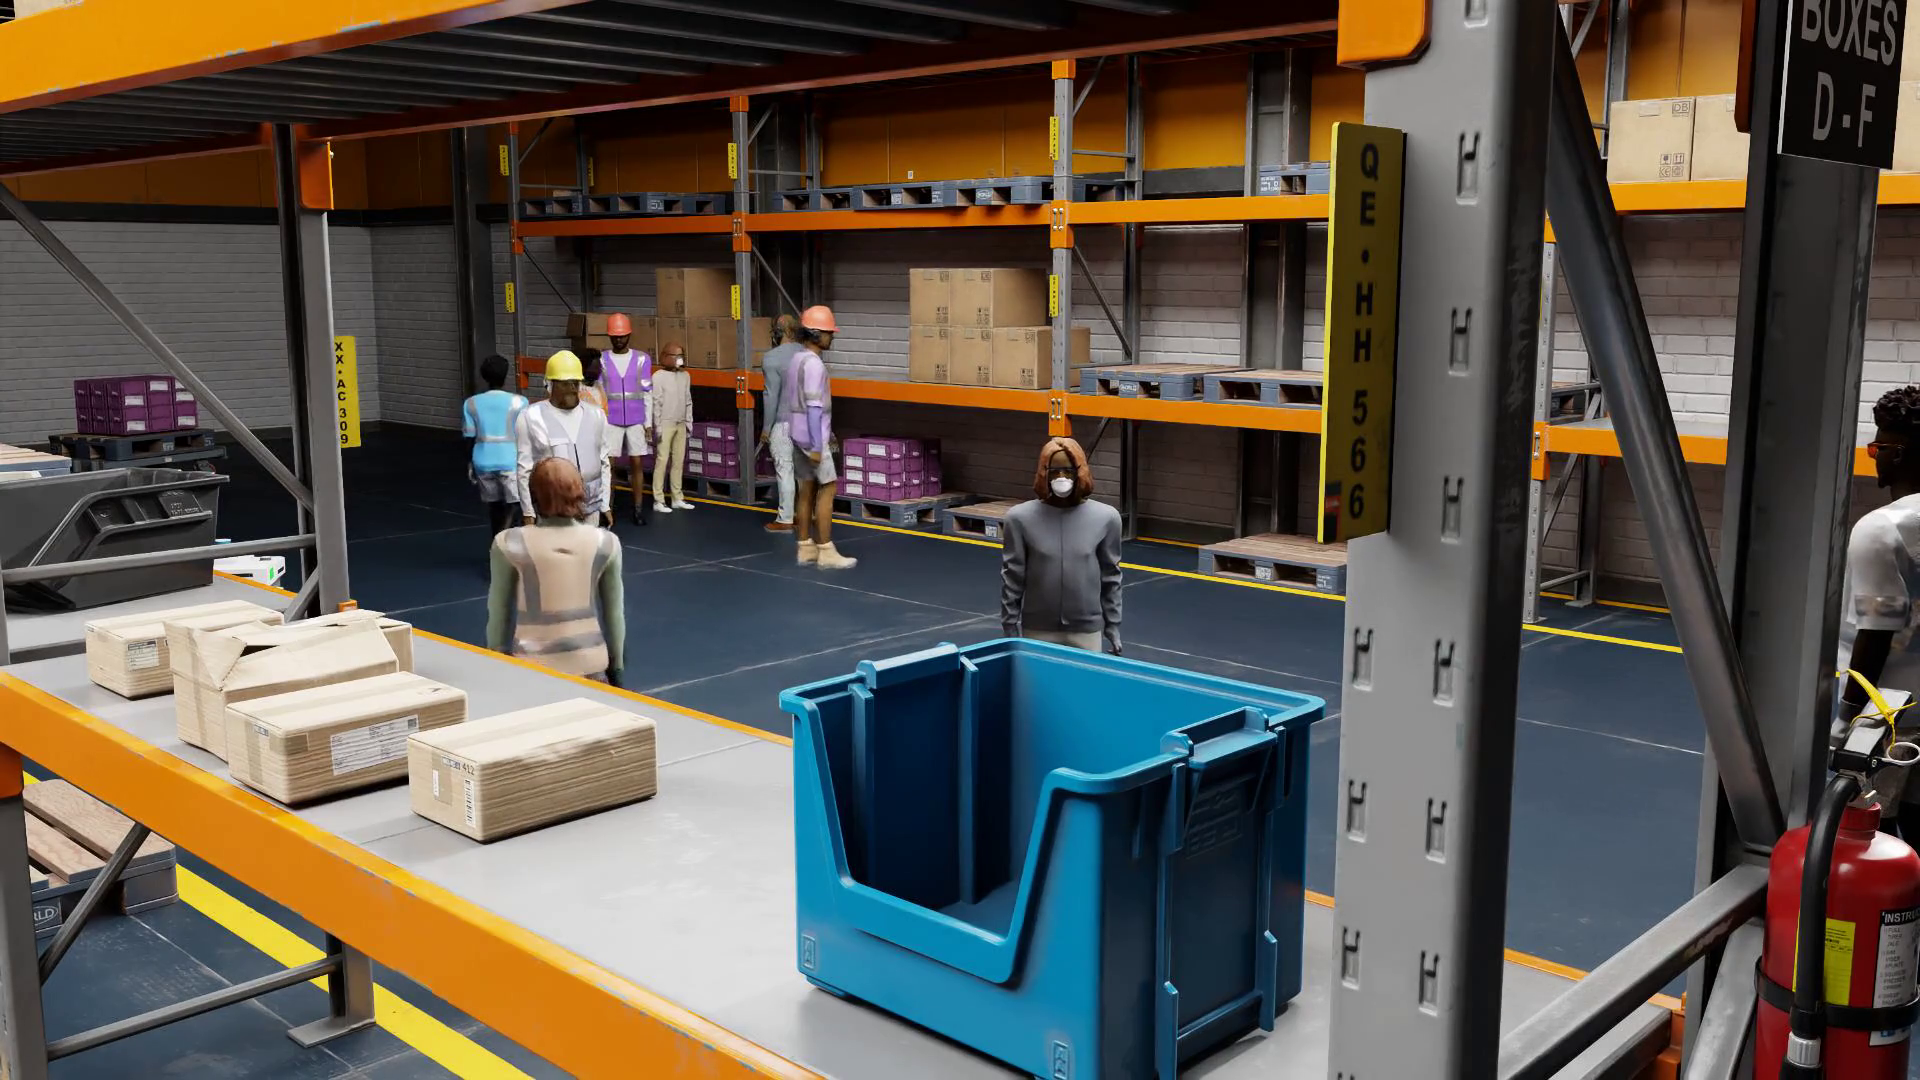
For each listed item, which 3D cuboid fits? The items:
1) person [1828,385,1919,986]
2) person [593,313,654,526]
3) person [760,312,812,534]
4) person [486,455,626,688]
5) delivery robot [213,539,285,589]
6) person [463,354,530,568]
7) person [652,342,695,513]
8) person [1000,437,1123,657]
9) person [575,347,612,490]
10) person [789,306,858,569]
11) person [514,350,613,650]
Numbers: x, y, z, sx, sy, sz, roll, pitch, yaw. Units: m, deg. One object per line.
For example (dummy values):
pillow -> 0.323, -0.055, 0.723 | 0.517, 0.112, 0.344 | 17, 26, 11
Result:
person -> 2.915, 0.498, 5.183 | 0.618, 1.963, 0.361 | -6, 11, -31
person -> -3.027, -1.072, 14.957 | 0.544, 1.928, 0.387 | -2, 10, -14
person -> -1.510, -1.022, 14.604 | 0.373, 1.936, 0.629 | 7, 12, 37
person -> -1.492, 0.493, 6.279 | 0.513, 1.618, 0.721 | -5, 11, -30
delivery robot -> -4.786, 0.235, 10.830 | 0.707, 0.478, 0.477 | -2, 9, -9
person -> -3.495, -0.568, 12.574 | 0.537, 1.676, 0.710 | 1, 9, 4
person -> -2.744, -1.078, 15.898 | 0.283, 1.628, 0.495 | 7, 11, 35
person -> 0.420, 0.386, 6.889 | 0.508, 1.632, 0.264 | 0, 9, -1
person -> -3.096, -0.744, 13.666 | 0.577, 1.683, 0.533 | 3, 10, 18
person -> -1.095, -0.791, 12.878 | 0.437, 2.035, 0.626 | -3, 10, -19
person -> -2.355, -0.217, 9.972 | 0.590, 1.835, 0.404 | -7, 11, -35
